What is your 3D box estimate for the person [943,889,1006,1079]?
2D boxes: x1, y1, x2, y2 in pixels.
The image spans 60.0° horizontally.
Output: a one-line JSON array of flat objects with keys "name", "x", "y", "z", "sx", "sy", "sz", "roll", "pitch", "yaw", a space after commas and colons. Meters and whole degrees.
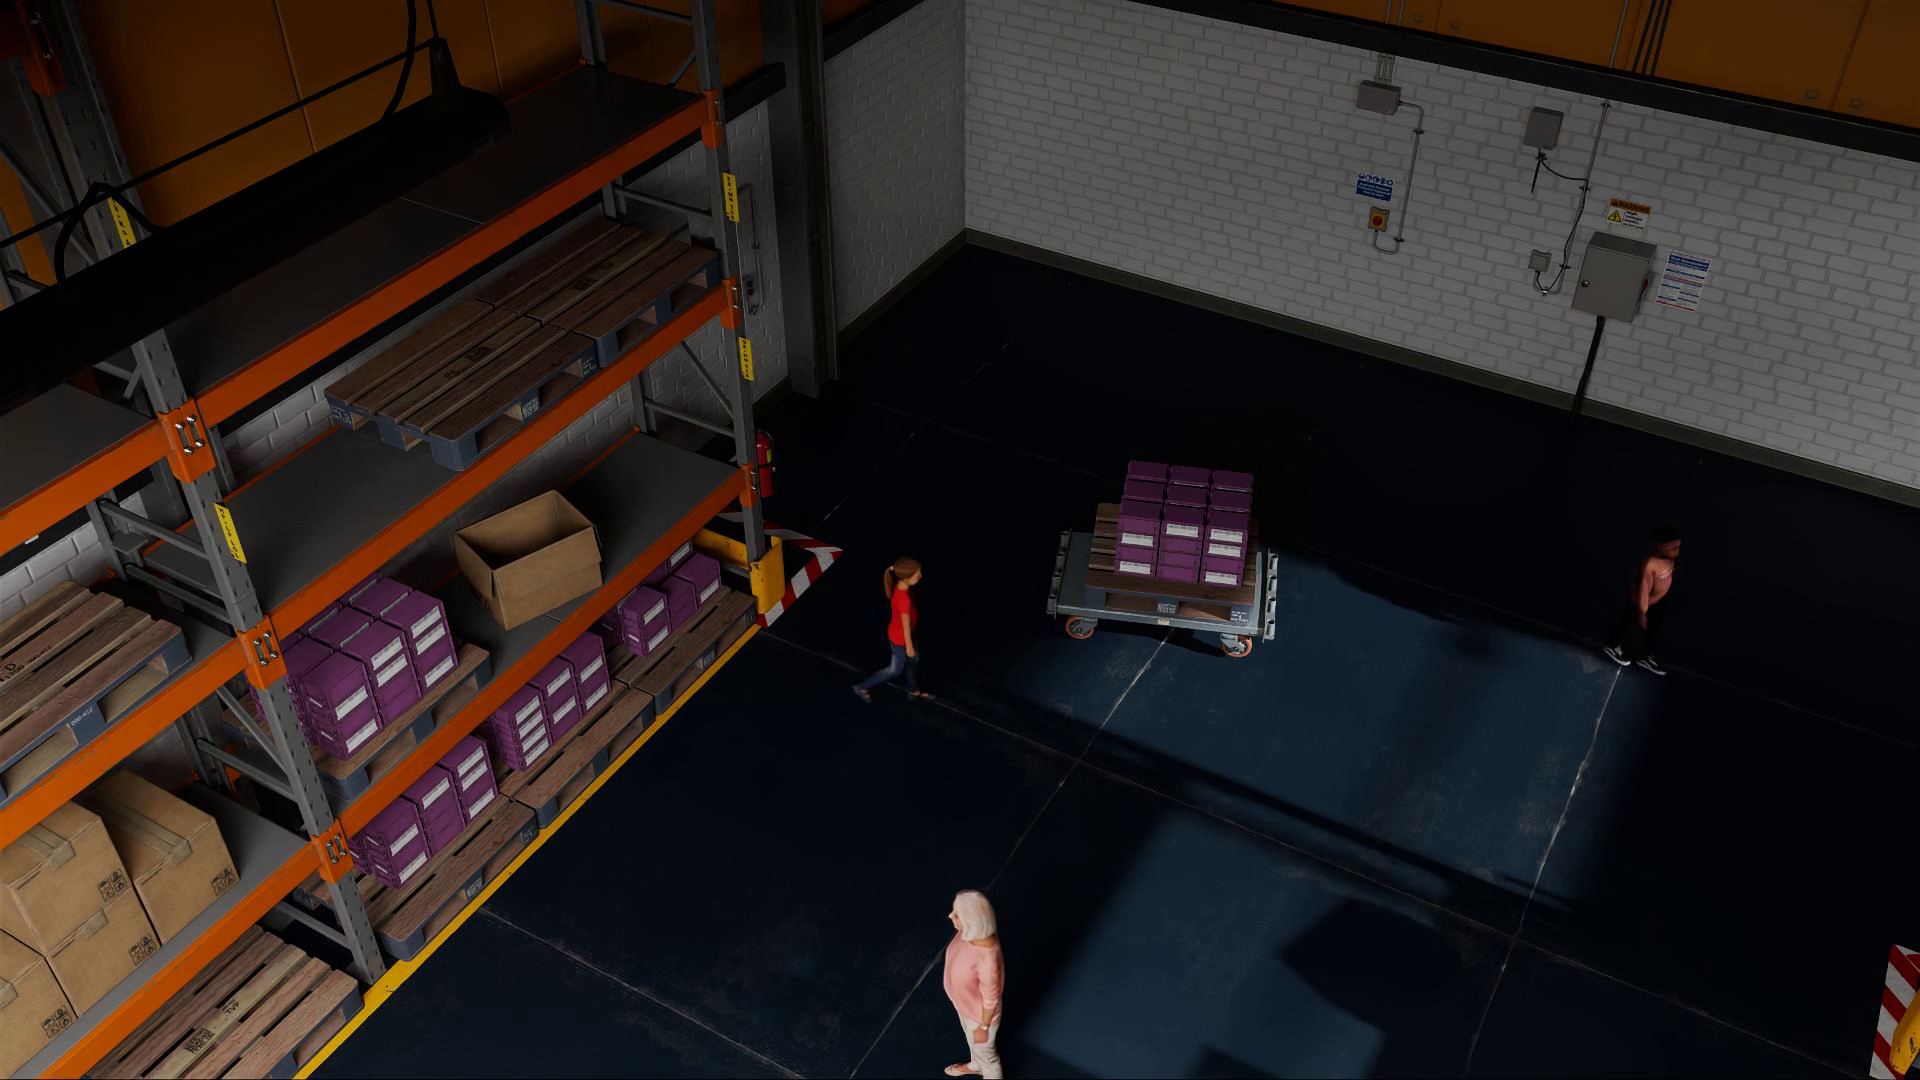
[{"name": "person", "x": 0.092, "y": 2.435, "z": 8.830, "sx": 0.731, "sy": 1.724, "sz": 0.673, "roll": -10, "pitch": 40, "yaw": -12}]

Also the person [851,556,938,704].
[{"name": "person", "x": -0.469, "y": 0.655, "z": 11.406, "sx": 0.768, "sy": 1.290, "sz": 0.817, "roll": 0, "pitch": 39, "yaw": 0}]

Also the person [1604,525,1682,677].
[{"name": "person", "x": 4.802, "y": 0.376, "z": 11.798, "sx": 0.716, "sy": 1.239, "sz": 0.738, "roll": -22, "pitch": 44, "yaw": -25}]
